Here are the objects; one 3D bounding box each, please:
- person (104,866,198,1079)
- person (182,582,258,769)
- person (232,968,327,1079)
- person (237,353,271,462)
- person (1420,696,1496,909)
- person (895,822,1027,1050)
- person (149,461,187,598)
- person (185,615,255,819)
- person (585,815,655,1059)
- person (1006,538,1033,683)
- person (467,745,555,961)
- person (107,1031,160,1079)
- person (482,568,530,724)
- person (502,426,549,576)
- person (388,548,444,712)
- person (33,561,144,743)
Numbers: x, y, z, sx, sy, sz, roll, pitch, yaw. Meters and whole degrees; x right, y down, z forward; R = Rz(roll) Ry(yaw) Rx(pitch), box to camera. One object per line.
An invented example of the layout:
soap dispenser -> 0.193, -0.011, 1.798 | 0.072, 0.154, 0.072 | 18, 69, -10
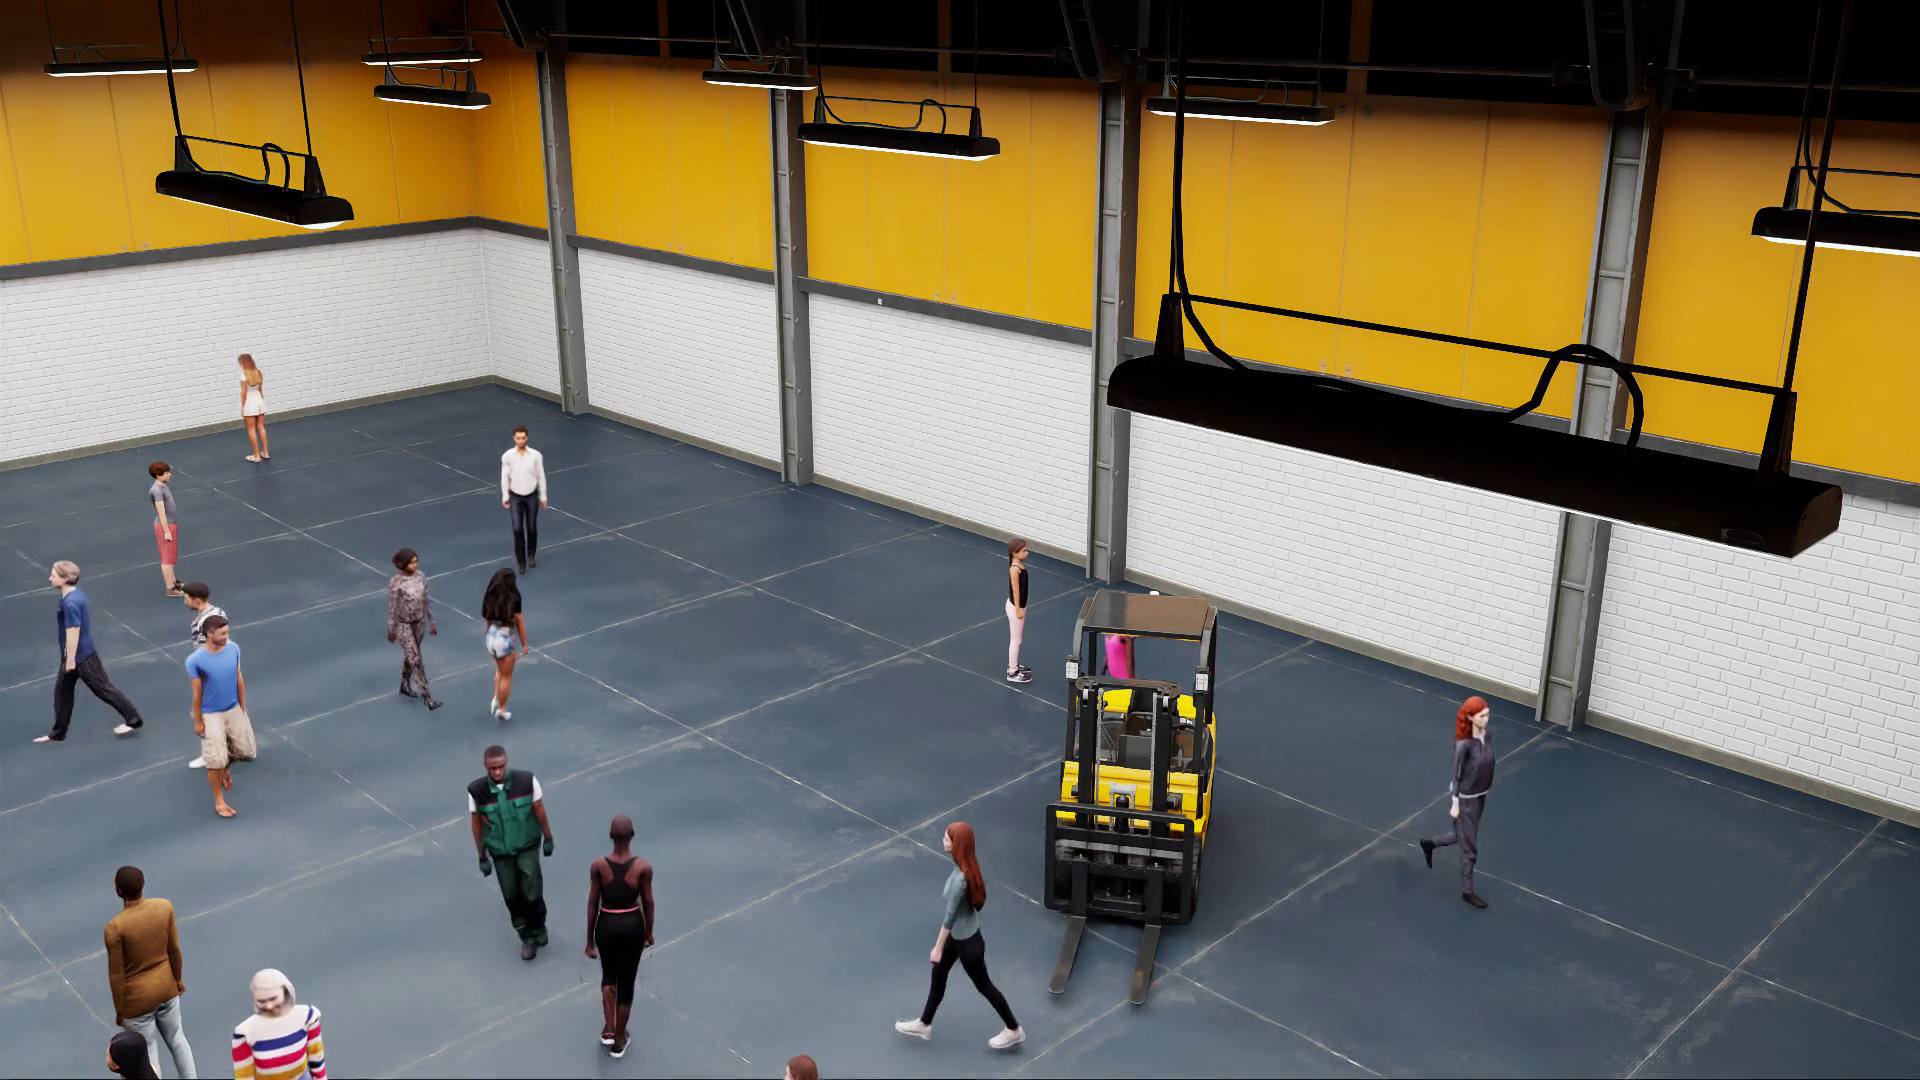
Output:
person -> -5.213, 2.921, 10.703 | 0.624, 1.817, 0.662 | 11, 22, 30
person -> -6.878, 1.264, 15.604 | 1.014, 1.830, 0.954 | 0, 19, -1
person -> -3.983, 3.254, 9.772 | 0.814, 1.781, 1.017 | -10, 21, -28
person -> -10.931, -2.065, 25.709 | 0.670, 1.689, 0.665 | 10, 21, 26
person -> 4.015, 2.062, 13.345 | 0.642, 1.759, 0.973 | -14, 23, -36
person -> 0.109, 2.762, 11.359 | 1.200, 1.699, 1.062 | 2, 19, 7
person -> -9.591, -0.147, 20.075 | 0.720, 1.651, 0.604 | -6, 20, -18
person -> -6.644, 1.513, 14.846 | 0.674, 1.842, 0.838 | -17, 25, -41
person -> -2.321, 2.752, 11.331 | 0.753, 1.737, 0.807 | -2, 19, -6
person -> 0.607, 0.721, 17.631 | 0.664, 1.565, 0.616 | 2, 19, 6
person -> -3.370, 2.299, 12.559 | 0.883, 1.811, 0.916 | -5, 19, -14
person -> -4.462, 3.469, 9.144 | 0.862, 1.774, 0.789 | -3, 19, -8
person -> -4.575, 1.095, 16.477 | 0.648, 1.593, 0.745 | 8, 20, 21
person -> -5.498, -0.550, 20.958 | 0.950, 1.850, 1.084 | -6, 20, -17
person -> -5.644, 0.890, 16.967 | 1.126, 1.669, 0.669 | 15, 24, 38
person -> -8.422, 1.104, 16.099 | 0.950, 1.817, 1.208 | -10, 21, -27
